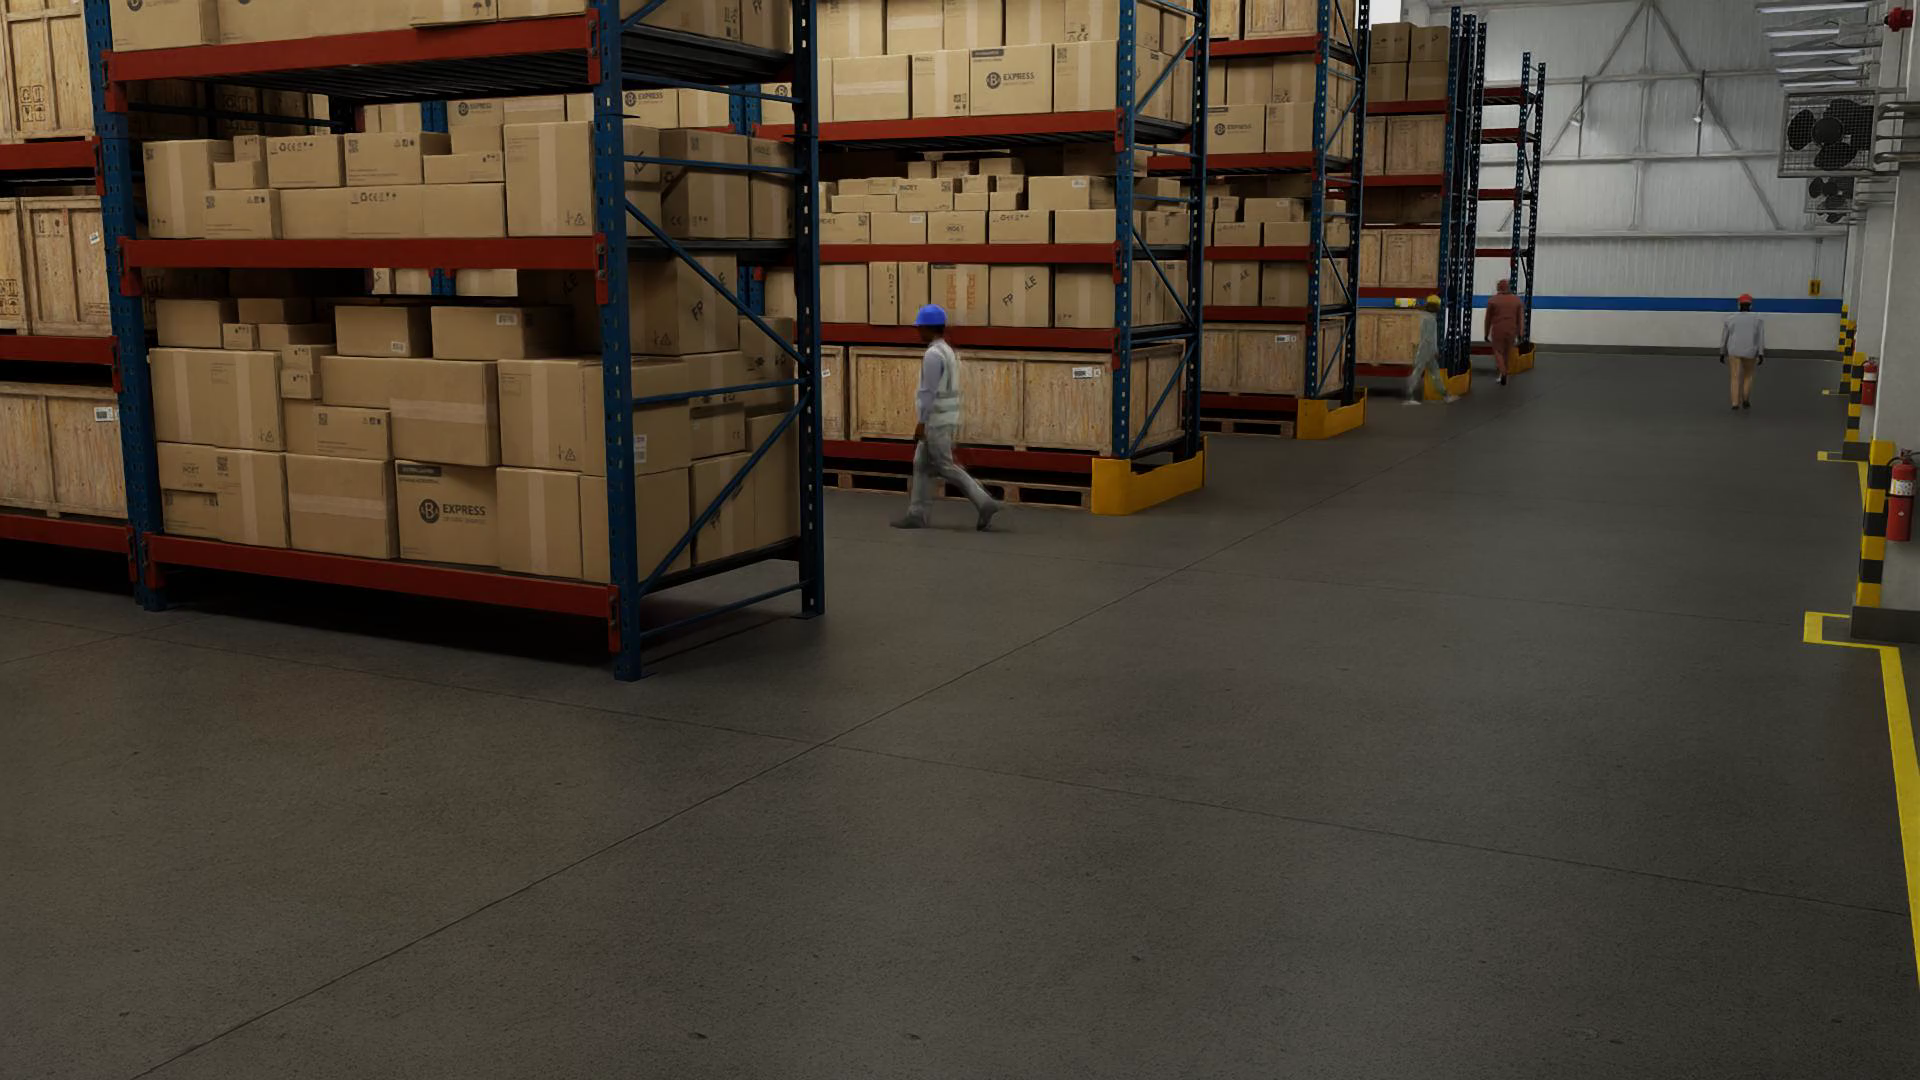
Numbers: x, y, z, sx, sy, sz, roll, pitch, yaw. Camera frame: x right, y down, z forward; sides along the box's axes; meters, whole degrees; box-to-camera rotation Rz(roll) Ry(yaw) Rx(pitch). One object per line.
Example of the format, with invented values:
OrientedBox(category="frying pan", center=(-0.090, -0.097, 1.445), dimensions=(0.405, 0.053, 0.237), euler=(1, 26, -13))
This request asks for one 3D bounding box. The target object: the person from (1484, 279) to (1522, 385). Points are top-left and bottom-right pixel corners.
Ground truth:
OrientedBox(category="person", center=(9.657, -3.690, 29.499), dimensions=(0.655, 1.882, 0.737), euler=(-1, 10, -3))

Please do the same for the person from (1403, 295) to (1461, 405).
OrientedBox(category="person", center=(7.243, -2.896, 25.449), dimensions=(0.901, 1.679, 0.546), euler=(2, 10, 12))

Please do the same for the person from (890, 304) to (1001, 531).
OrientedBox(category="person", center=(-0.118, -1.016, 13.941), dimensions=(0.892, 1.922, 0.615), euler=(1, 10, 4))

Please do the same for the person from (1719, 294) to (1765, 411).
OrientedBox(category="person", center=(11.650, -2.800, 24.798), dimensions=(0.600, 1.712, 0.829), euler=(4, 11, 23))
